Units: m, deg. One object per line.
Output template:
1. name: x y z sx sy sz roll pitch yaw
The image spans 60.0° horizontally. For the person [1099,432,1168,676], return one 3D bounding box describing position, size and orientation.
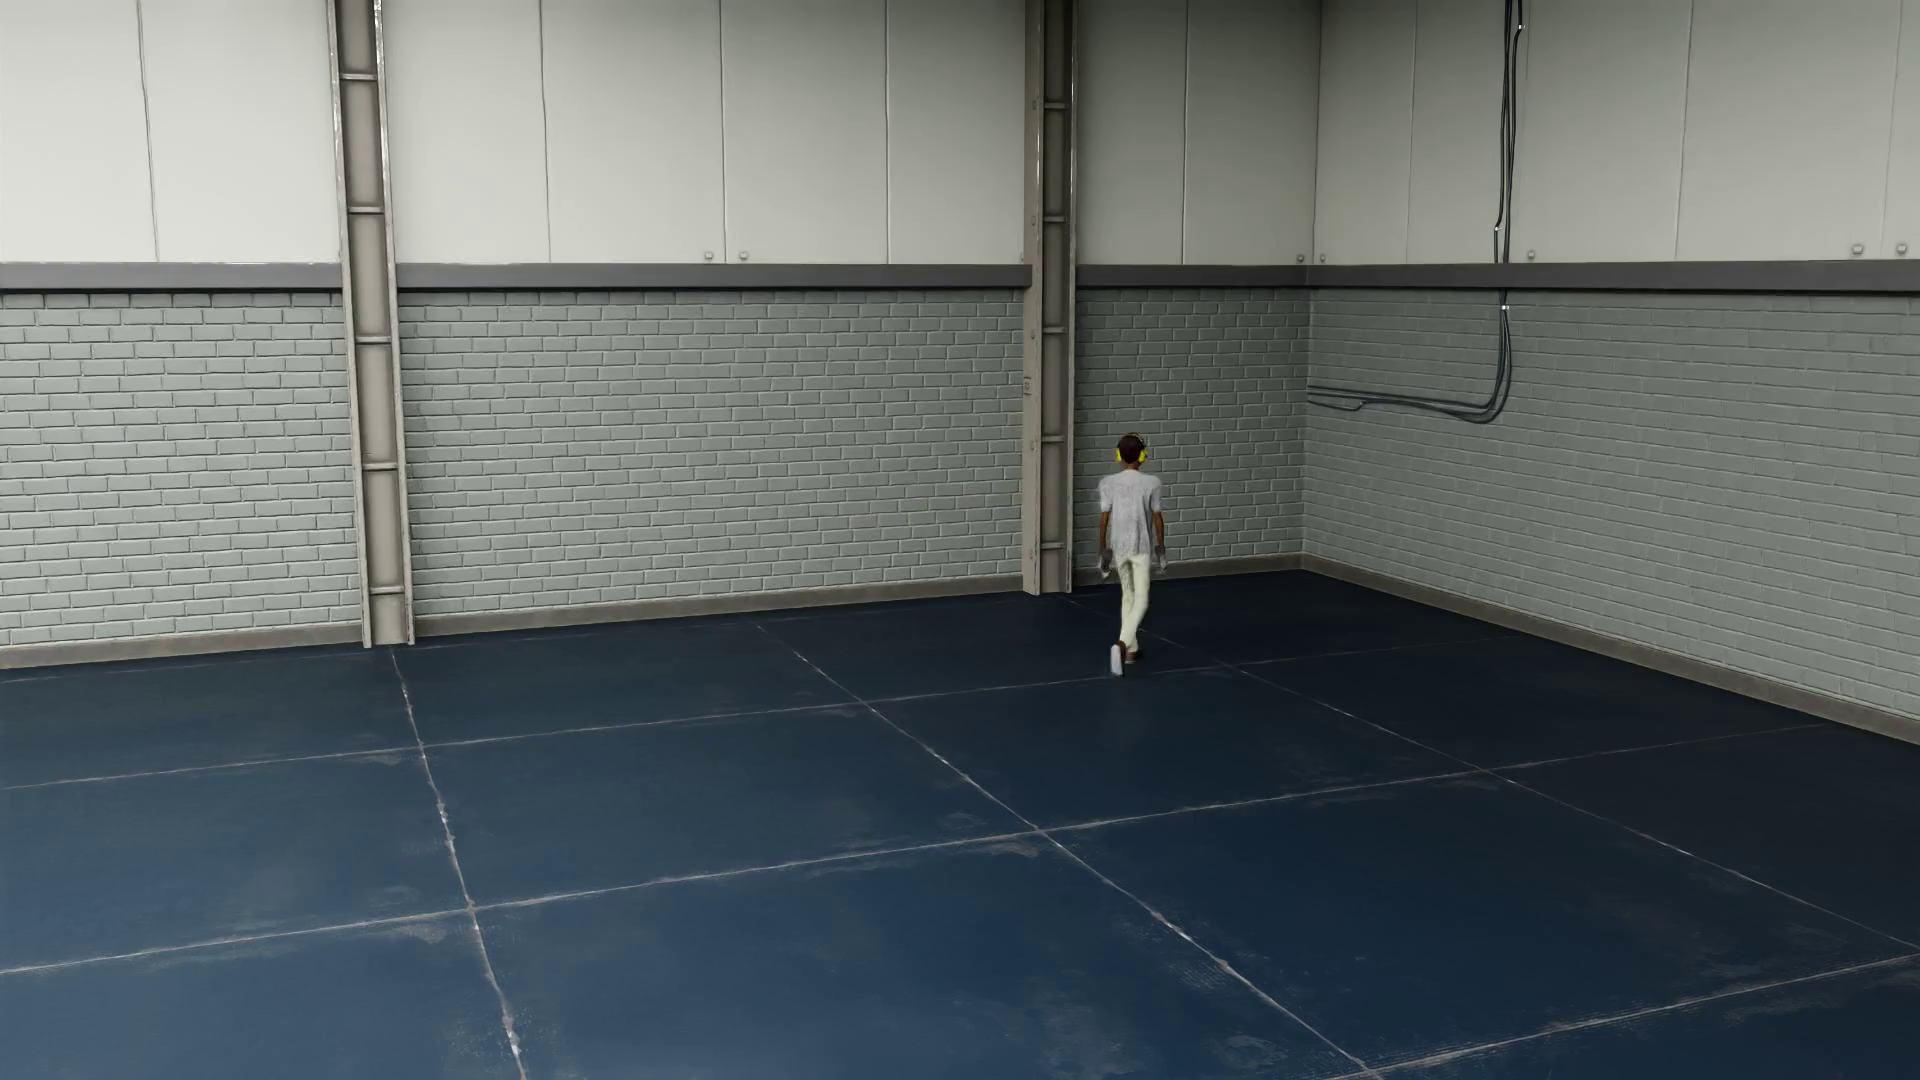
1. person: 1.306 0.098 12.750 0.523 1.843 0.824 4 10 25
